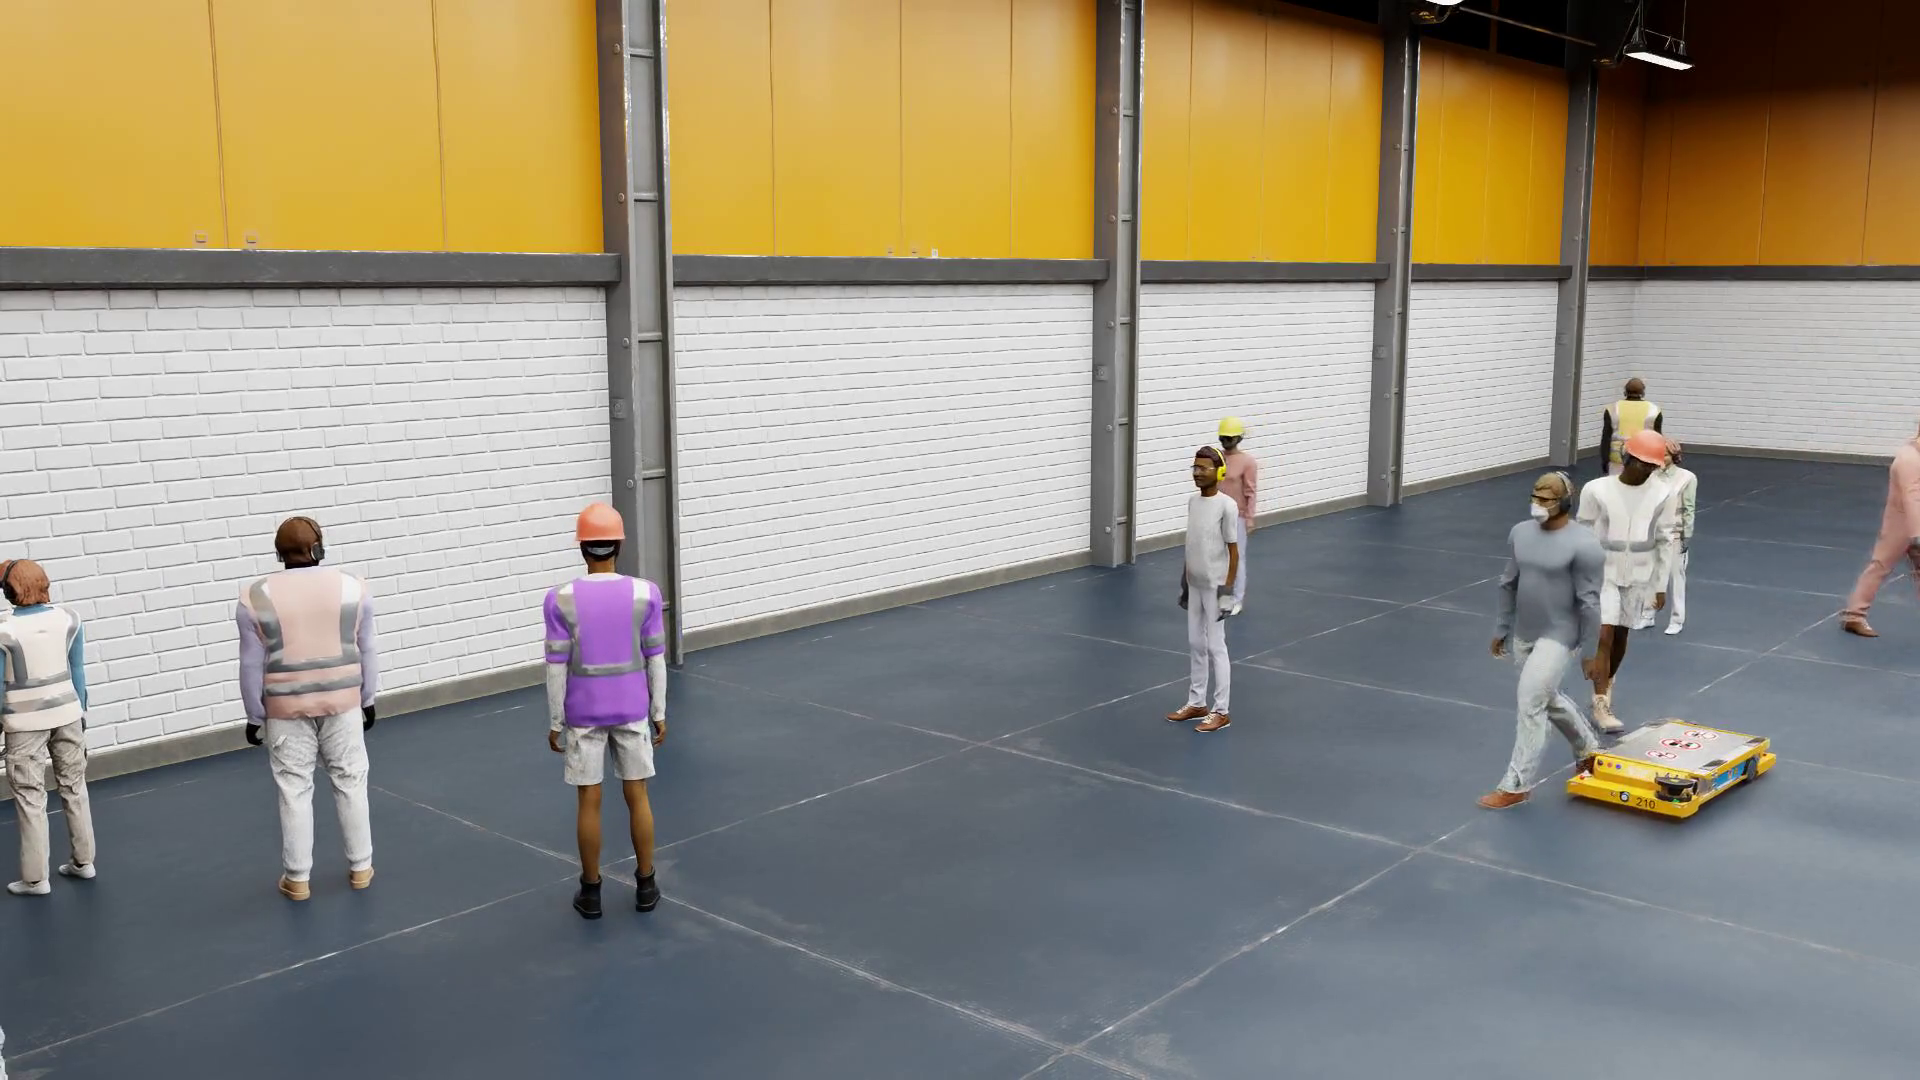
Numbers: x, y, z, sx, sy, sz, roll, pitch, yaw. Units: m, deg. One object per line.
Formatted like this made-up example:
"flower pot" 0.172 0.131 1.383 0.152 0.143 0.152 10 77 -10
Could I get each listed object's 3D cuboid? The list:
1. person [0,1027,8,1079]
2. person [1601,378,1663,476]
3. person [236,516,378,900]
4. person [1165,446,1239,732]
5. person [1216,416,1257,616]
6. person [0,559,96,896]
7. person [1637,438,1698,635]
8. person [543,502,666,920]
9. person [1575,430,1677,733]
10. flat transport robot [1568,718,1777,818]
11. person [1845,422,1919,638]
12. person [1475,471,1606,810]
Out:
"person" -2.546 1.417 3.908 0.597 1.898 0.788 -4 10 -23
"person" 7.638 -0.935 18.926 0.646 1.812 0.771 4 10 22
"person" -3.109 0.800 7.972 0.623 1.840 0.430 -5 10 -28
"person" 1.605 0.313 10.909 0.321 1.876 0.532 -5 10 -29
"person" 2.315 -0.199 14.474 0.545 1.760 0.439 8 12 41
"person" -4.443 0.896 8.026 0.315 1.629 0.508 5 11 31
"person" 5.859 -0.033 13.849 0.311 1.635 0.515 -8 12 -41
"person" -1.646 0.788 7.742 0.551 1.932 0.378 -3 10 -18
"person" 4.377 0.240 11.085 0.693 1.973 0.974 2 9 11
"flat transport robot" 4.184 1.303 9.717 0.652 0.197 1.431 9 13 44
"person" 7.762 -0.088 13.501 0.695 1.848 0.965 -8 12 -41
"person" 3.357 0.546 9.384 0.964 1.909 0.637 -4 10 -23
